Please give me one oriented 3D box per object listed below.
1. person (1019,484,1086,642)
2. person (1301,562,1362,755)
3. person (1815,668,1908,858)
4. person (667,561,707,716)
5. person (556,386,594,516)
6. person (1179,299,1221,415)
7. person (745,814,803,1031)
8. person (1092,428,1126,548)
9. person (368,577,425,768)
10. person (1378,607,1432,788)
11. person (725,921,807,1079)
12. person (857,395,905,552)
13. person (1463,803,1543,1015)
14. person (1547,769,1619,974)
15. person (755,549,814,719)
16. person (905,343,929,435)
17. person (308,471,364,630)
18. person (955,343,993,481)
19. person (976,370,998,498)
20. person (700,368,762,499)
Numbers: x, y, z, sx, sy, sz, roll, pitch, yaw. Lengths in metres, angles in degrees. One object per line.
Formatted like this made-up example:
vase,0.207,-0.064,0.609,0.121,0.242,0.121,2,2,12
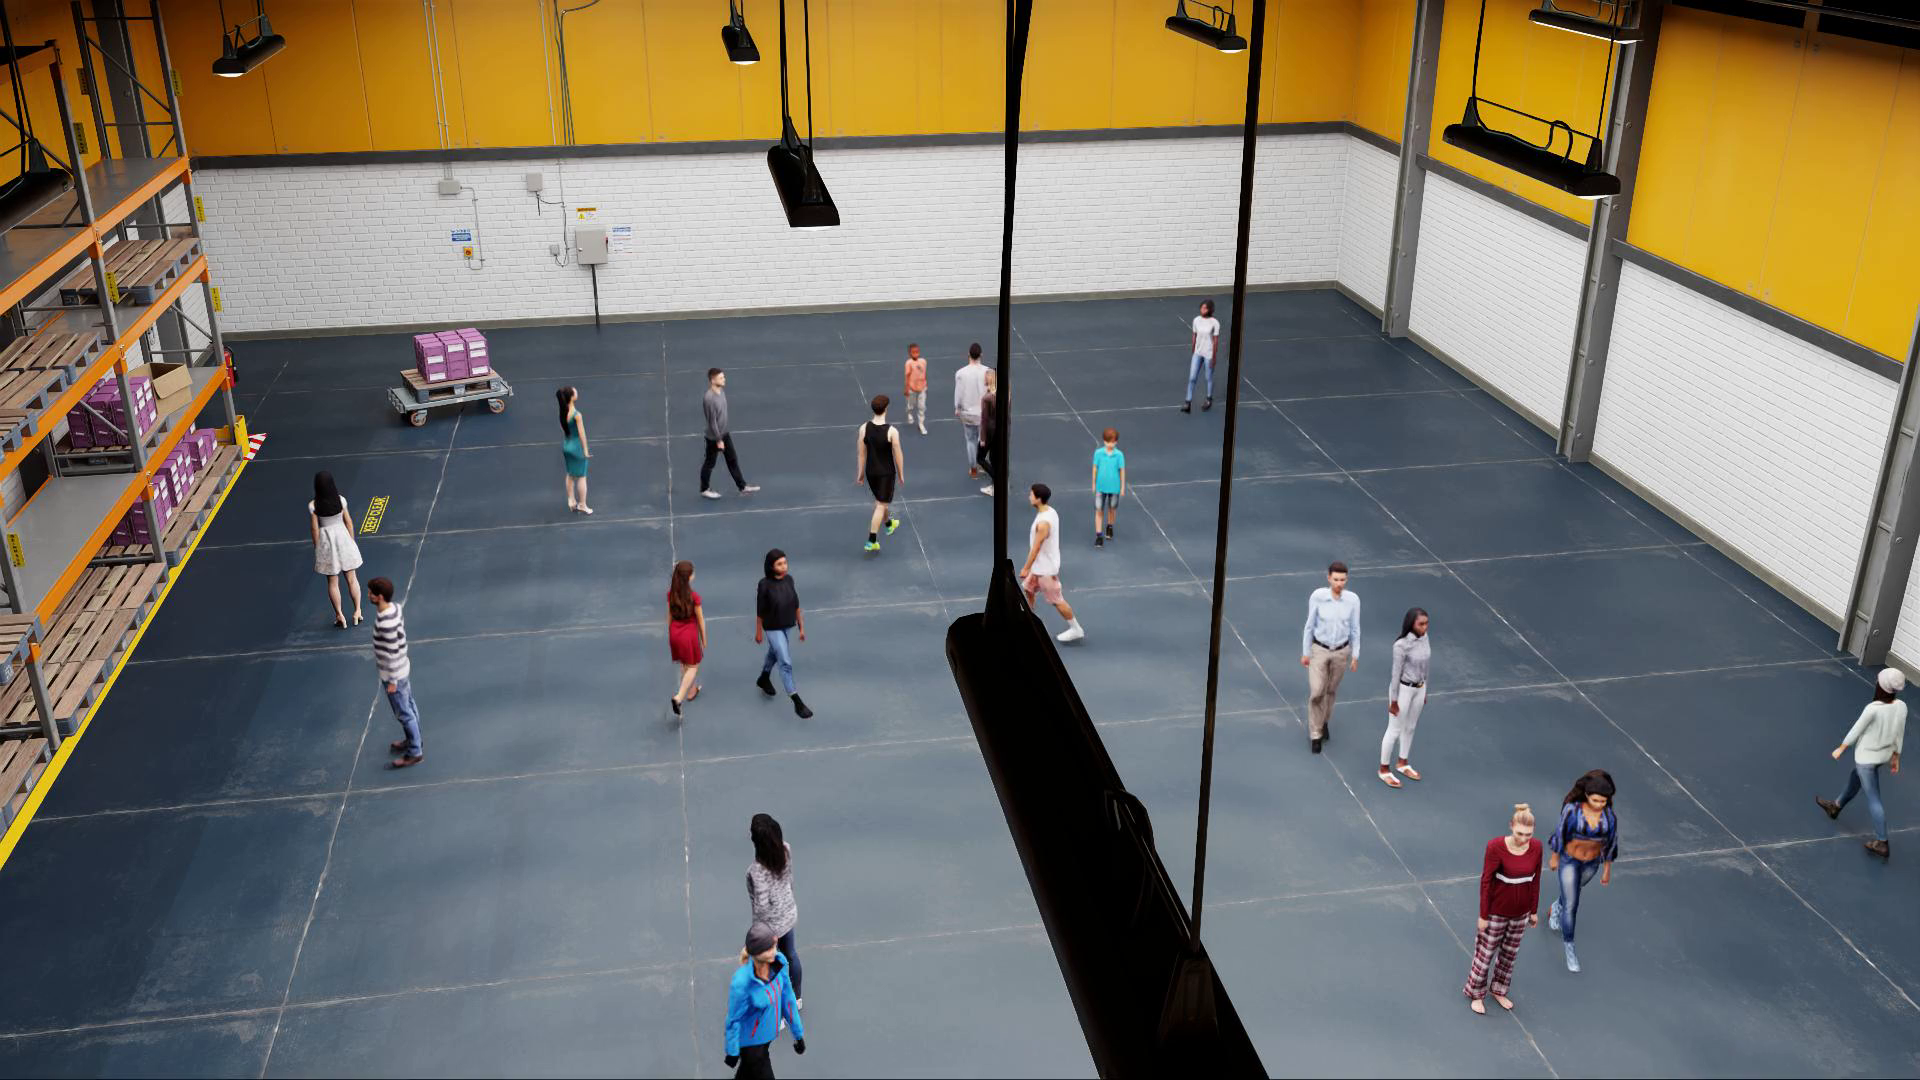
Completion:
person,0.986,0.294,17.434,0.936,1.735,1.178,4,24,8
person,3.469,1.024,15.653,0.774,1.823,0.951,1,24,2
person,7.726,1.881,13.968,0.721,1.602,1.138,-9,25,-20
person,-2.689,0.966,16.149,0.828,1.532,1.022,7,25,15
person,-4.809,-1.117,20.721,0.605,1.687,0.677,17,29,34
person,3.618,-2.689,24.318,1.053,1.687,1.128,15,28,31
person,-1.330,2.713,11.900,0.746,1.733,0.664,13,27,27
person,1.789,-0.676,20.036,0.680,1.428,0.884,3,24,7
person,-5.168,1.185,15.247,0.718,1.853,0.475,-6,24,-13
person,4.015,1.382,14.957,0.666,1.725,0.656,-16,28,-31
person,-1.387,3.192,10.765,1.118,1.767,1.085,15,28,31
person,-0.967,-0.750,19.682,1.114,1.848,1.309,9,25,19
person,3.957,2.661,12.053,0.610,1.707,0.485,-4,24,-10
person,4.728,2.437,12.732,0.799,1.573,1.131,2,24,5
person,-1.820,0.865,16.237,0.981,1.646,1.217,-19,30,-37
person,-0.643,-2.184,23.655,0.582,1.293,0.853,-9,25,-20
person,-6.692,0.099,17.828,0.727,1.777,0.735,-12,26,-25
person,0.208,-1.657,21.778,0.688,1.830,0.575,-4,24,-9
person,0.468,-1.329,21.194,0.844,1.697,0.788,17,29,34
person,-3.176,-1.339,21.178,0.966,1.728,1.060,6,24,13
